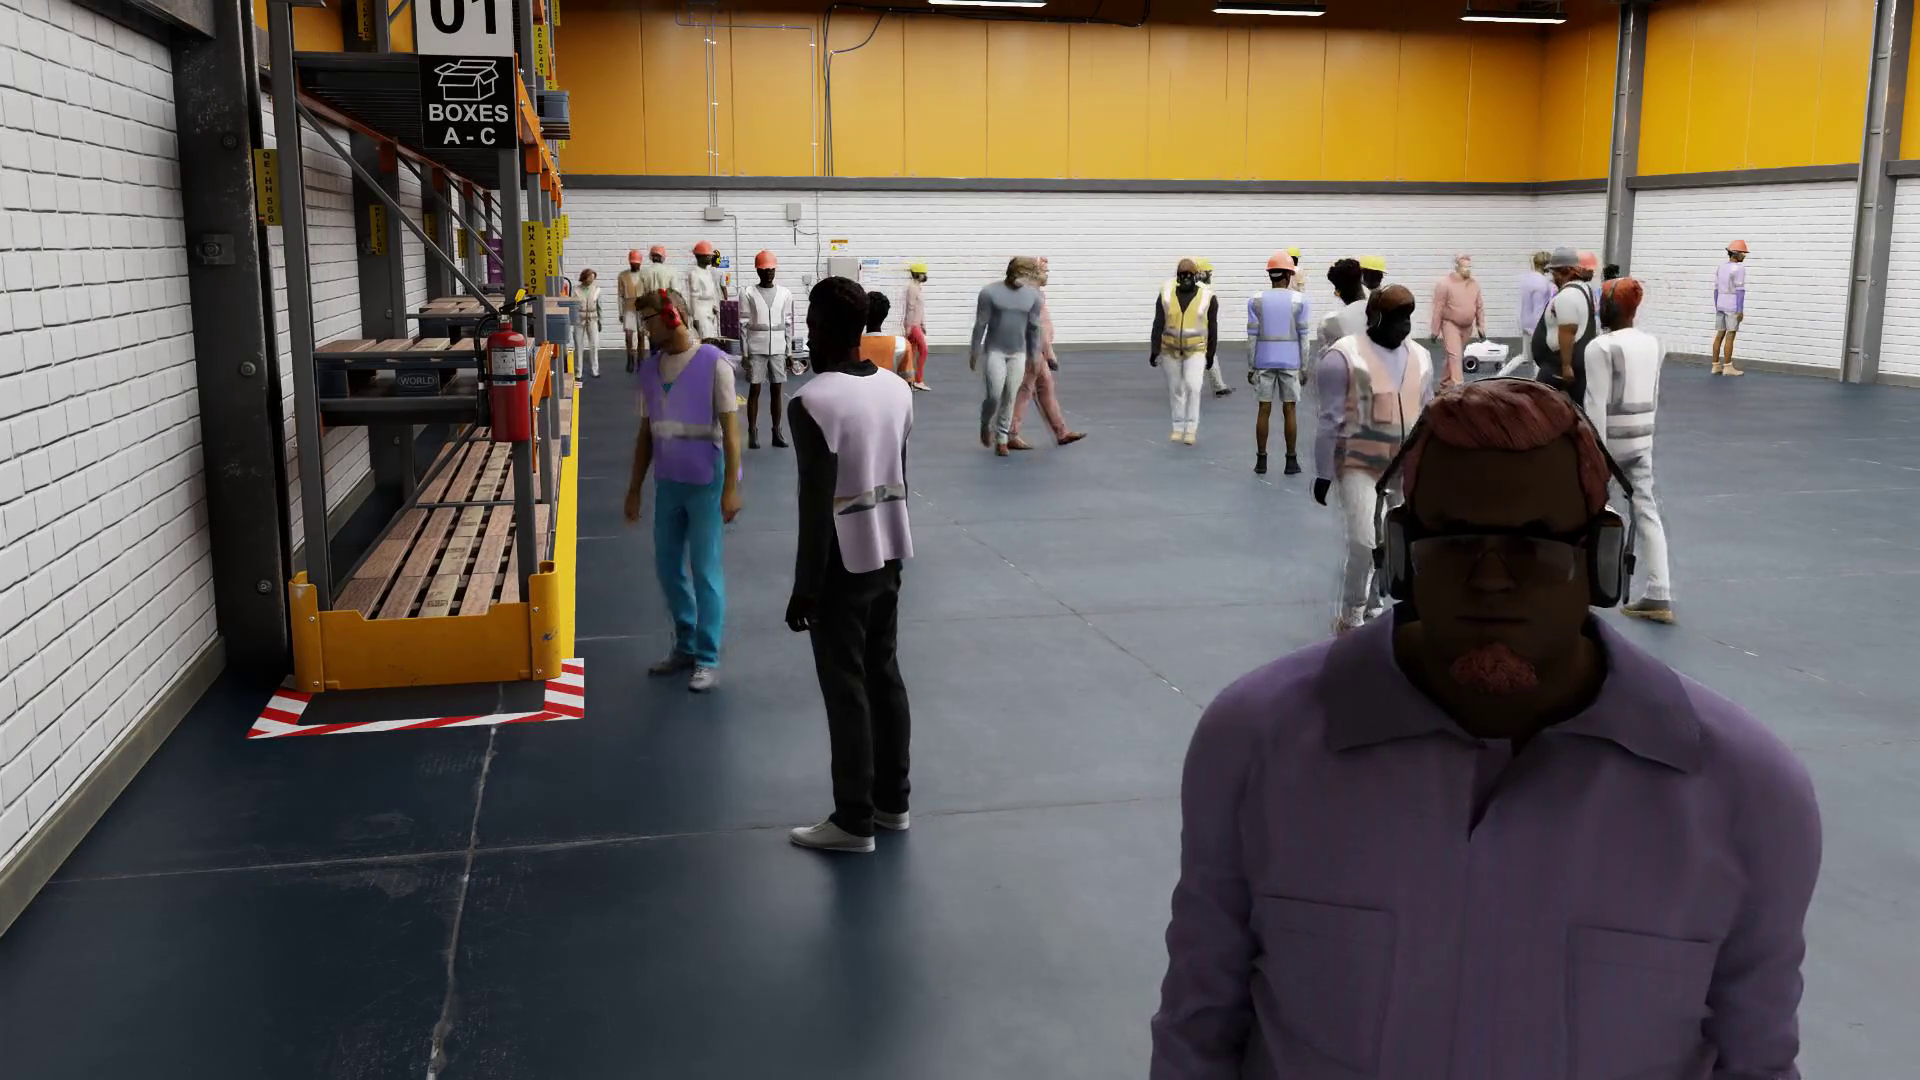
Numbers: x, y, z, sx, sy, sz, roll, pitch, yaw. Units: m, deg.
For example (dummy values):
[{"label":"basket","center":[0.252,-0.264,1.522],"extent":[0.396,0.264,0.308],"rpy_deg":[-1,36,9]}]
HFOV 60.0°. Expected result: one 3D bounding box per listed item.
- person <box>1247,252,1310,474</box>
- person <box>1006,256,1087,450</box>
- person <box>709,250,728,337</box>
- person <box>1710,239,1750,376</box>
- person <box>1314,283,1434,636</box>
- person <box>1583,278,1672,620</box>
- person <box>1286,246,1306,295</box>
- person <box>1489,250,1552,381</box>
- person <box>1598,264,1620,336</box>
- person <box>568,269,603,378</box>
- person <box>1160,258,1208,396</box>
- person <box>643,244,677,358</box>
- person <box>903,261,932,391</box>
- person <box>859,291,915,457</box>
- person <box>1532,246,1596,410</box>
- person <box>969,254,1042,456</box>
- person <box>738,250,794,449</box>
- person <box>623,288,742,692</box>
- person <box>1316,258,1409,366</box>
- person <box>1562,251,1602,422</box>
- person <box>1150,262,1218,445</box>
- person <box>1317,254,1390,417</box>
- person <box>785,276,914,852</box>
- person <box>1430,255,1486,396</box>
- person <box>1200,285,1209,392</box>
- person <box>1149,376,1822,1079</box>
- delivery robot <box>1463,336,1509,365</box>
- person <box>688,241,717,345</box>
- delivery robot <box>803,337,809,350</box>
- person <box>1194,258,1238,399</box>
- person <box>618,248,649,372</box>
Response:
[{"label":"person","center":[2.774,-1.534,14.516],"extent":[0.542,1.929,0.374],"rpy_deg":[3,11,16]},{"label":"person","center":[0.826,-1.807,16.197],"extent":[0.900,1.873,0.654],"rpy_deg":[0,10,2]},{"label":"person","center":[-4.079,-3.905,27.819],"extent":[0.512,1.872,0.328],"rpy_deg":[4,11,23]},{"label":"person","center":[11.587,-3.482,25.001],"extent":[0.394,2.040,0.609],"rpy_deg":[-2,10,-9]},{"label":"person","center":[2.061,-0.331,8.131],"extent":[0.656,1.823,0.503],"rpy_deg":[-4,11,-22]},{"label":"person","center":[3.562,-0.510,9.110],"extent":[0.597,1.827,1.012],"rpy_deg":[-5,11,-26]},{"label":"person","center":[5.637,-4.029,28.343],"extent":[0.366,1.926,0.594],"rpy_deg":[-10,14,-43]},{"label":"person","center":[7.141,-2.671,20.867],"extent":[0.793,1.920,0.642],"rpy_deg":[0,10,0]},{"label":"person","center":[9.699,-3.325,25.110],"extent":[0.528,1.675,0.734],"rpy_deg":[-10,14,-44]},{"label":"person","center":[-5.507,-3.149,24.353],"extent":[0.600,1.599,0.799],"rpy_deg":[-4,11,-21]},{"label":"person","center":[2.781,-2.601,20.744],"extent":[0.642,1.820,0.723],"rpy_deg":[0,10,2]},{"label":"person","center":[-4.655,-3.565,25.617],"extent":[0.638,1.969,0.629],"rpy_deg":[0,10,2]},{"label":"person","center":[-0.546,-2.861,22.352],"extent":[0.598,1.744,0.561],"rpy_deg":[1,10,8]},{"label":"person","center":[-0.566,-0.816,11.179],"extent":[0.533,1.697,0.319],"rpy_deg":[-2,10,-11]},{"label":"person","center":[5.469,-1.684,15.036],"extent":[1.056,2.000,0.693],"rpy_deg":[8,13,39]},{"label":"person","center":[0.425,-1.747,15.768],"extent":[0.708,1.900,0.512],"rpy_deg":[-3,11,-16]},{"label":"person","center":[-1.889,-1.863,16.307],"extent":[0.543,1.940,0.361],"rpy_deg":[-4,11,-22]},{"label":"person","center":[-1.235,-0.235,7.639],"extent":[0.612,1.814,0.420],"rpy_deg":[7,12,35]},{"label":"person","center":[2.784,-0.971,11.429],"extent":[0.693,1.912,0.663],"rpy_deg":[1,10,6]},{"label":"person","center":[6.717,-2.146,17.955],"extent":[0.557,1.908,0.732],"rpy_deg":[-8,13,-38]},{"label":"person","center":[2.222,-1.859,16.648],"extent":[0.641,1.816,0.792],"rpy_deg":[4,11,19]},{"label":"person","center":[3.966,-1.906,16.641],"extent":[0.580,1.899,0.623],"rpy_deg":[4,11,19]},{"label":"person","center":[-0.354,0.088,5.560],"extent":[0.372,1.916,0.597],"rpy_deg":[6,12,29]},{"label":"person","center":[6.273,-2.658,20.978],"extent":[0.635,1.864,0.985],"rpy_deg":[-4,11,-22]},{"label":"person","center":[3.025,-2.807,21.982],"extent":[0.535,1.785,0.888],"rpy_deg":[7,12,32]},{"label":"person","center":[0.505,0.788,1.713],"extent":[0.644,1.908,0.409],"rpy_deg":[3,11,14]},{"label":"delivery robot","center":[8.063,-2.899,25.613],"extent":[0.707,0.478,0.477],"rpy_deg":[1,11,6]},{"label":"person","center":[-3.685,-3.176,23.352],"extent":[0.699,2.029,0.610],"rpy_deg":[2,10,12]},{"label":"delivery robot","center":[-2.313,-2.944,25.878],"extent":[0.707,0.478,0.477],"rpy_deg":[-5,11,-27]},{"label":"person","center":[3.184,-2.712,21.382],"extent":[0.855,1.798,0.625],"rpy_deg":[-2,10,-10]},{"label":"person","center":[-4.975,-3.518,25.581],"extent":[0.541,1.901,0.482],"rpy_deg":[-2,10,-9]}]
